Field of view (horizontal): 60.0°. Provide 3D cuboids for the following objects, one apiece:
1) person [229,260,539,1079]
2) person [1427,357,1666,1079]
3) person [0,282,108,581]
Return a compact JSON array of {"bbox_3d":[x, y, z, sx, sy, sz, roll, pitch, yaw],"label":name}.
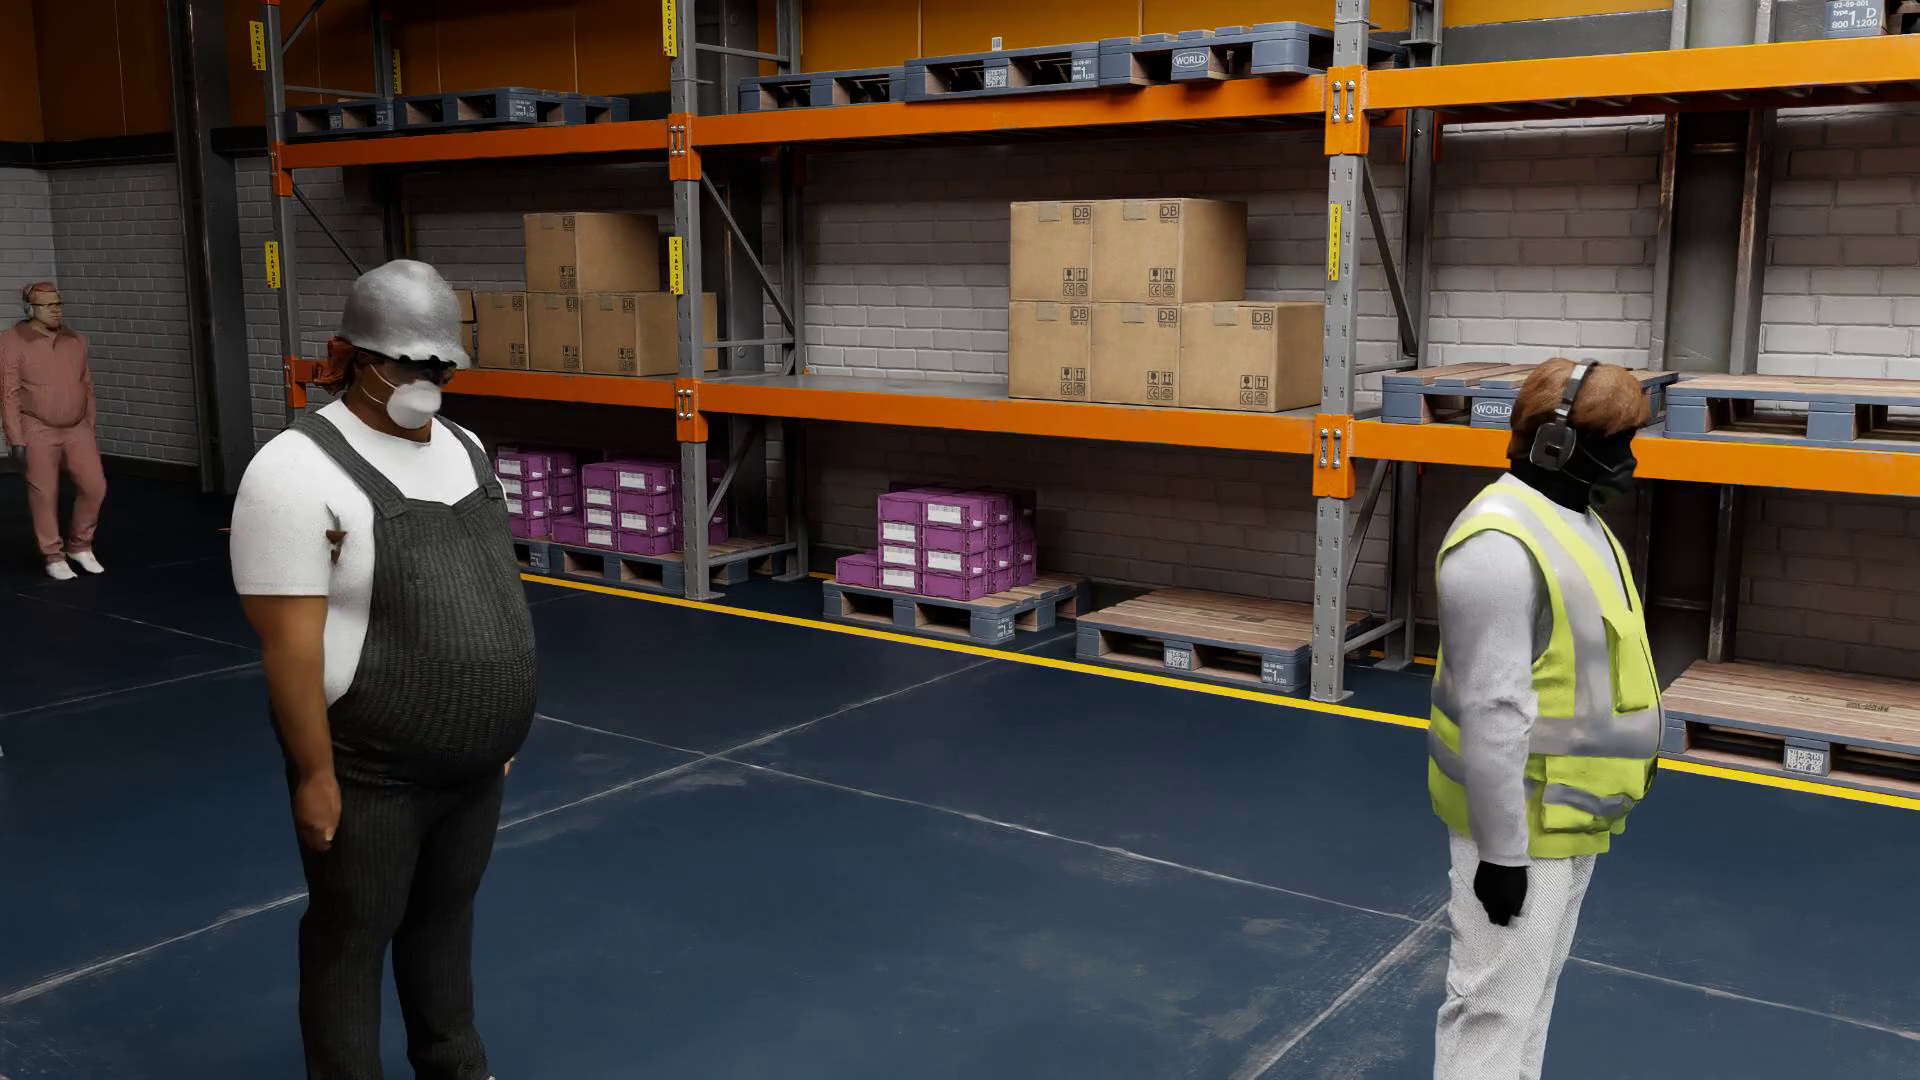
[{"bbox_3d":[-1.171,0.407,3.617,0.536,2.000,0.681,4,10,22],"label":"person"},{"bbox_3d":[1.166,0.556,3.338,0.430,1.840,0.619,6,11,32],"label":"person"},{"bbox_3d":[-5.700,-0.672,10.484,0.484,1.887,0.661,6,11,32],"label":"person"}]
